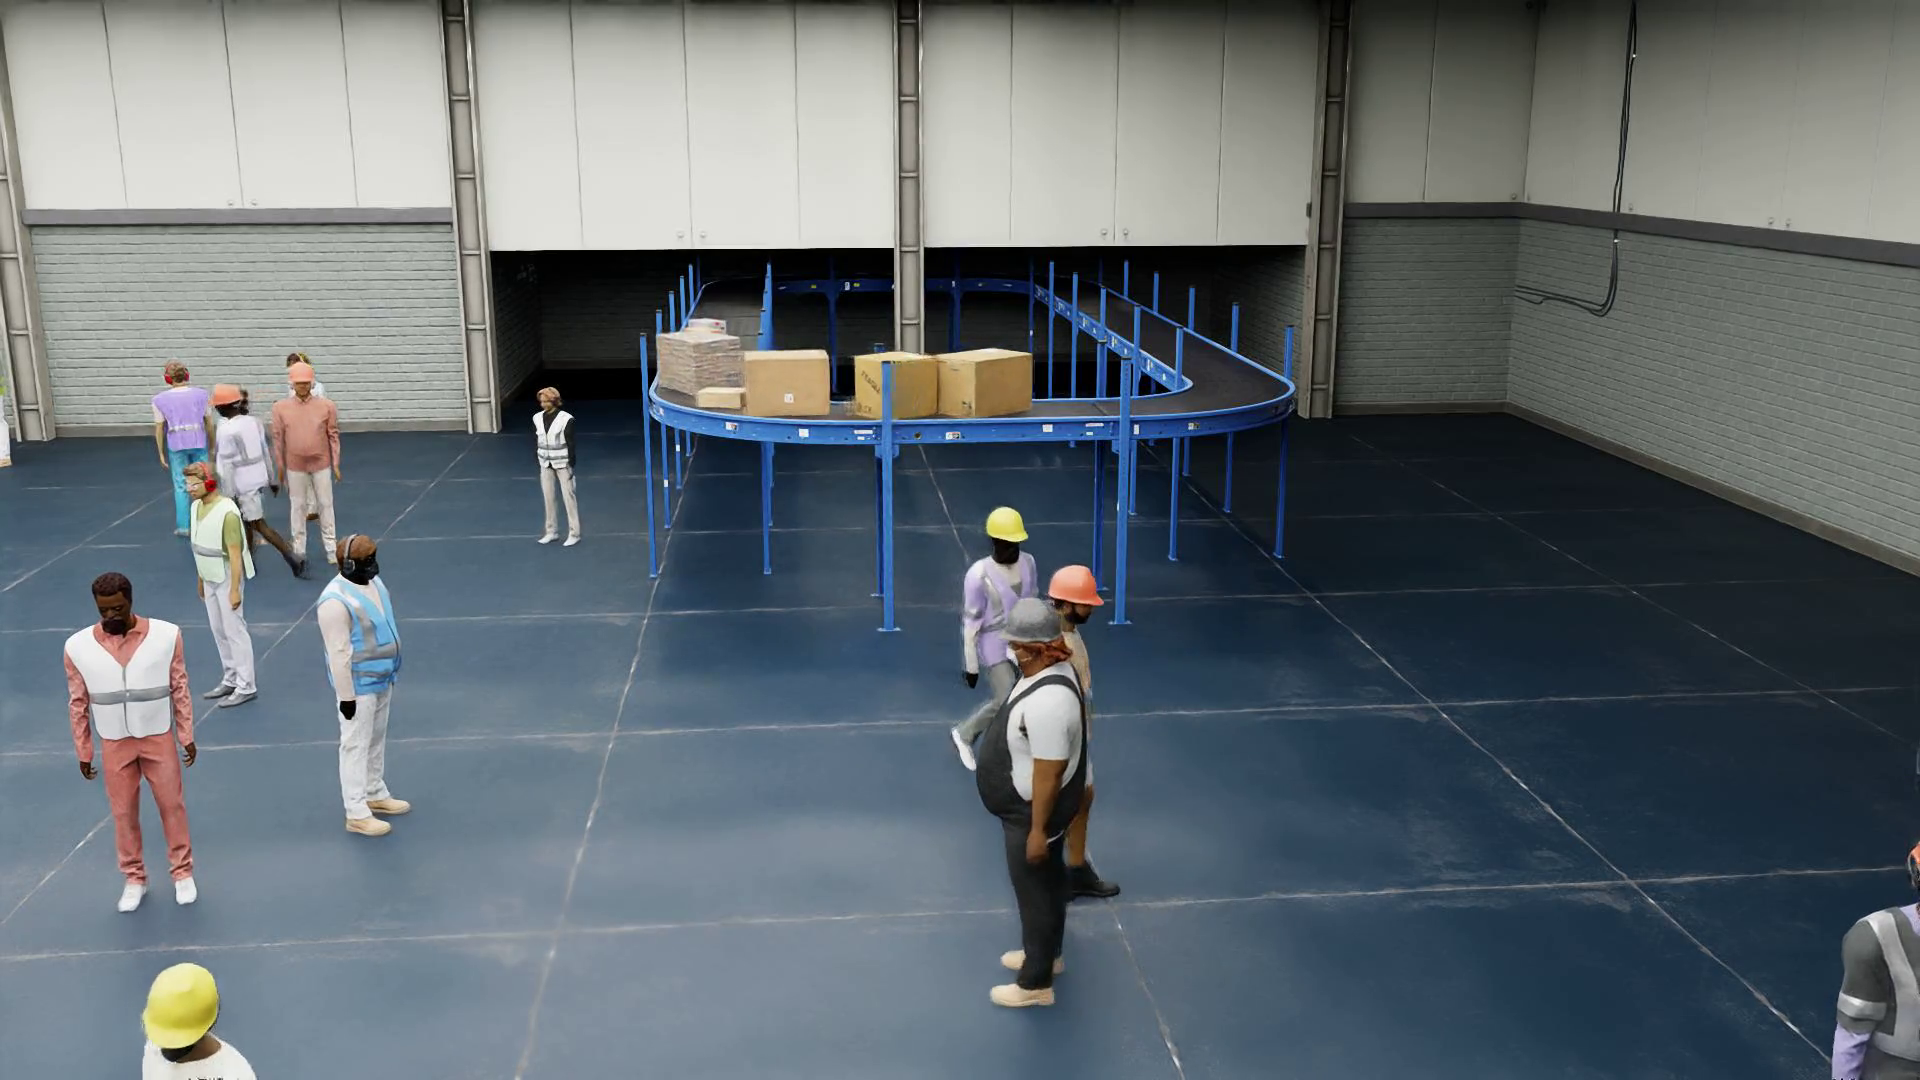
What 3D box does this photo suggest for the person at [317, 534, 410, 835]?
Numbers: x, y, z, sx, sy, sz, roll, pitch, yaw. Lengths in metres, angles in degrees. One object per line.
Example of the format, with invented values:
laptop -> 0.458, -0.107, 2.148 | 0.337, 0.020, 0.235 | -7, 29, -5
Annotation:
person -> -3.610, 0.859, 10.120 | 0.428, 1.842, 0.631 | 1, 14, 4

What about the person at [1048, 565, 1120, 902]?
person -> 0.615, 1.074, 9.105 | 0.529, 1.921, 0.583 | 3, 14, 13

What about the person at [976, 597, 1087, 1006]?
person -> 0.345, 1.255, 8.134 | 0.536, 2.000, 0.692 | 2, 14, 7

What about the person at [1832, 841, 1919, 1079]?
person -> 3.232, 1.883, 5.618 | 0.611, 2.040, 0.392 | -3, 14, -13

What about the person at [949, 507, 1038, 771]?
person -> 0.240, 0.691, 10.695 | 0.845, 1.897, 0.586 | 11, 18, 38

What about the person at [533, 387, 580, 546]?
person -> -4.129, -0.755, 17.013 | 0.516, 1.631, 0.311 | 6, 15, 22

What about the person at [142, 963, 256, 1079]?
person -> -2.401, 2.104, 5.352 | 0.680, 1.747, 0.412 | 10, 17, 36

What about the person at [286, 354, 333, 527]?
person -> -6.956, -1.067, 17.827 | 0.586, 1.852, 0.298 | 7, 16, 28

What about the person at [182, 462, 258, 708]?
person -> -5.472, 0.313, 12.334 | 0.574, 1.831, 0.408 | 12, 18, 39

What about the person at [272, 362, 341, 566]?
person -> -6.347, -0.739, 16.200 | 0.609, 1.997, 0.375 | -5, 15, -21

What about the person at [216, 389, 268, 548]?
person -> -7.174, -0.674, 16.589 | 0.590, 1.668, 0.592 | -7, 16, -26

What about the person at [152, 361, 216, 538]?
person -> -8.044, -0.935, 17.320 | 0.564, 1.835, 0.385 | -10, 17, -35

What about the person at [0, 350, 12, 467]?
person -> -12.219, -1.834, 20.898 | 0.429, 1.844, 0.627 | -13, 19, -41

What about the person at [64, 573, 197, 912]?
person -> -4.509, 1.086, 9.089 | 0.597, 1.908, 0.407 | -6, 15, -22

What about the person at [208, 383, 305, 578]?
person -> -6.621, -0.547, 15.680 | 0.907, 1.899, 0.573 | 2, 14, 9
